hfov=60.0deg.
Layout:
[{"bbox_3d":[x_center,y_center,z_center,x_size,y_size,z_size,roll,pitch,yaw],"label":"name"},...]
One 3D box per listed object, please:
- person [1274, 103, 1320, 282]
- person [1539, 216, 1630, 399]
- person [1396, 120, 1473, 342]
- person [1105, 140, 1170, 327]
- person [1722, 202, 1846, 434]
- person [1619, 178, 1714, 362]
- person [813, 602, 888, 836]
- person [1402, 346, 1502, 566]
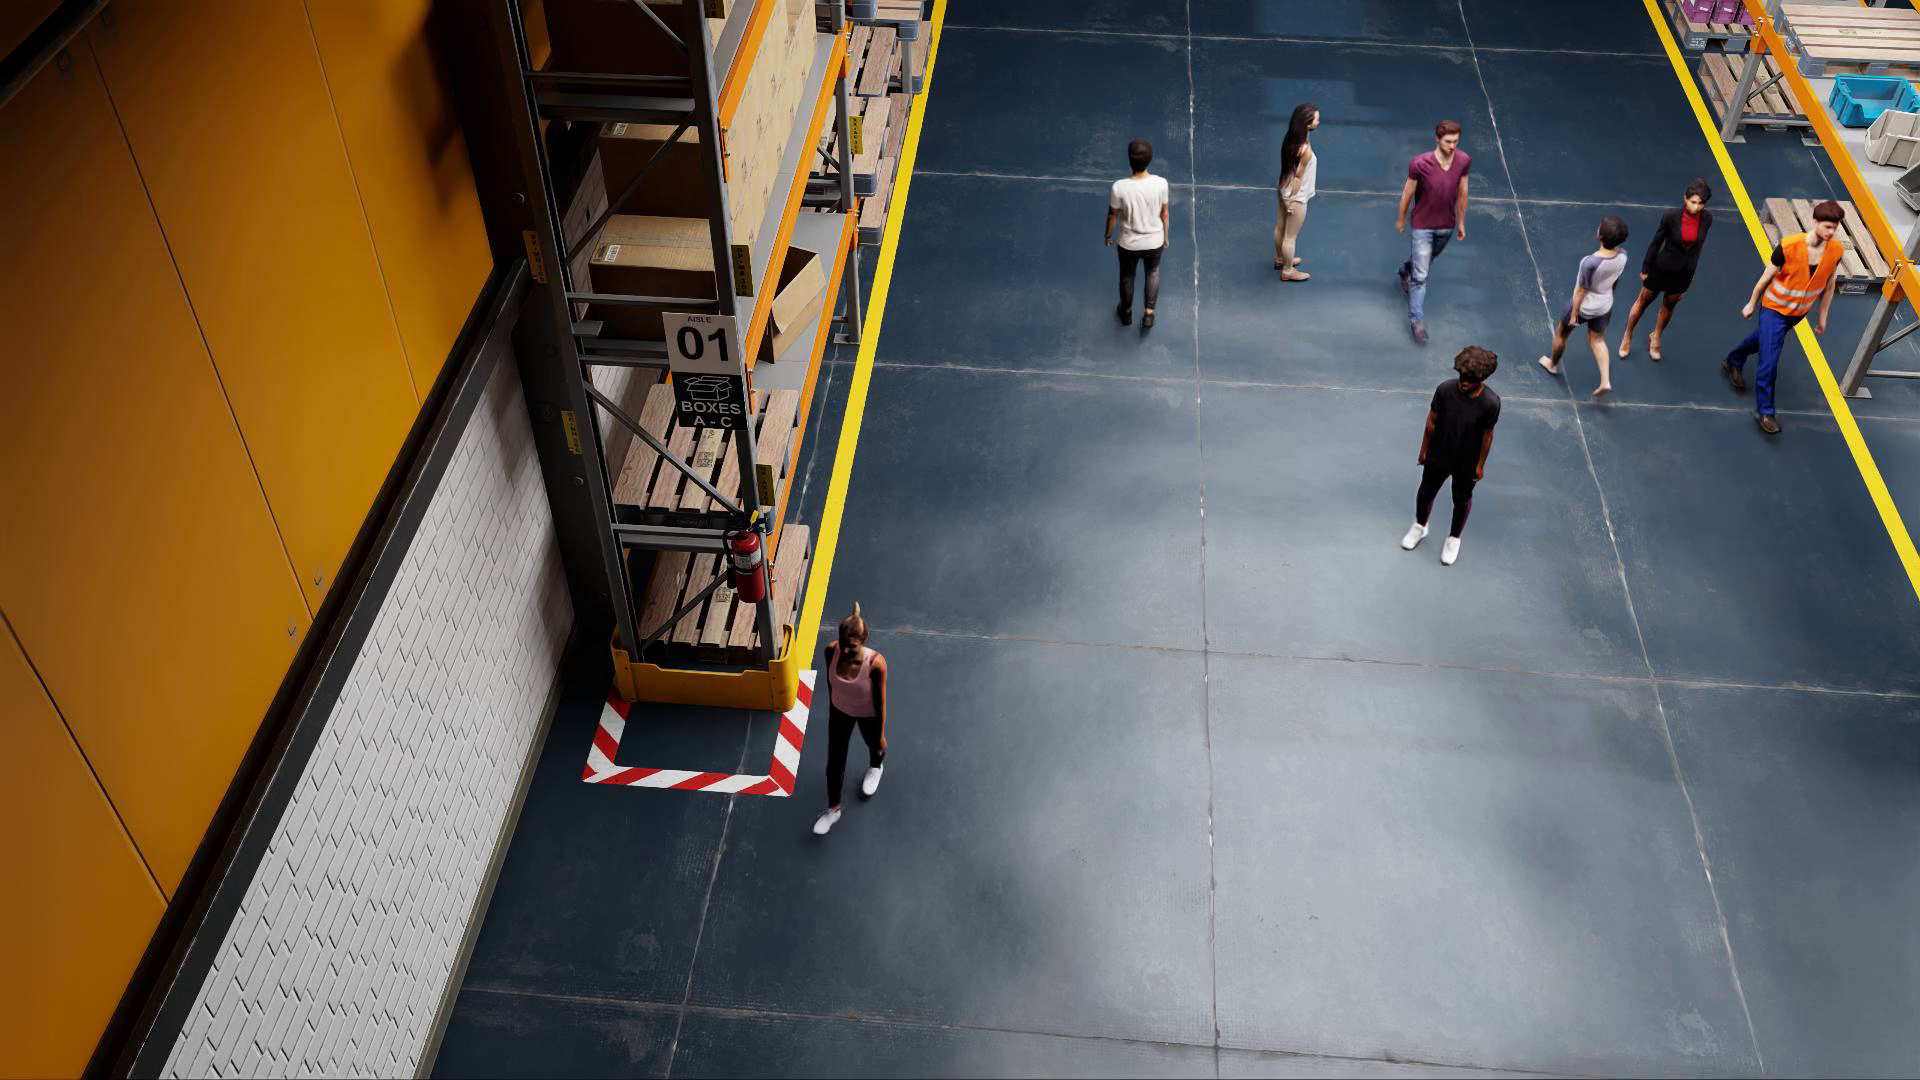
[{"bbox_3d":[2.813,-2.939,14.091,0.677,1.653,0.618,-27,50,-25],"label":"person"},{"bbox_3d":[4.974,-1.807,12.983,0.781,1.542,1.035,-12,45,-12],"label":"person"},{"bbox_3d":[3.857,-2.654,13.678,0.882,1.810,1.271,-7,44,-7],"label":"person"},{"bbox_3d":[1.468,-2.441,13.523,0.720,1.715,0.697,-2,44,-2],"label":"person"},{"bbox_3d":[6.305,-1.834,12.798,0.832,1.836,1.245,-3,44,-4],"label":"person"},{"bbox_3d":[5.652,-2.127,13.248,0.568,1.640,0.591,4,44,5],"label":"person"},{"bbox_3d":[-0.583,0.969,10.013,0.761,1.620,1.005,15,46,15],"label":"person"},{"bbox_3d":[3.455,-0.623,11.572,0.710,1.775,0.709,20,47,20],"label":"person"}]
